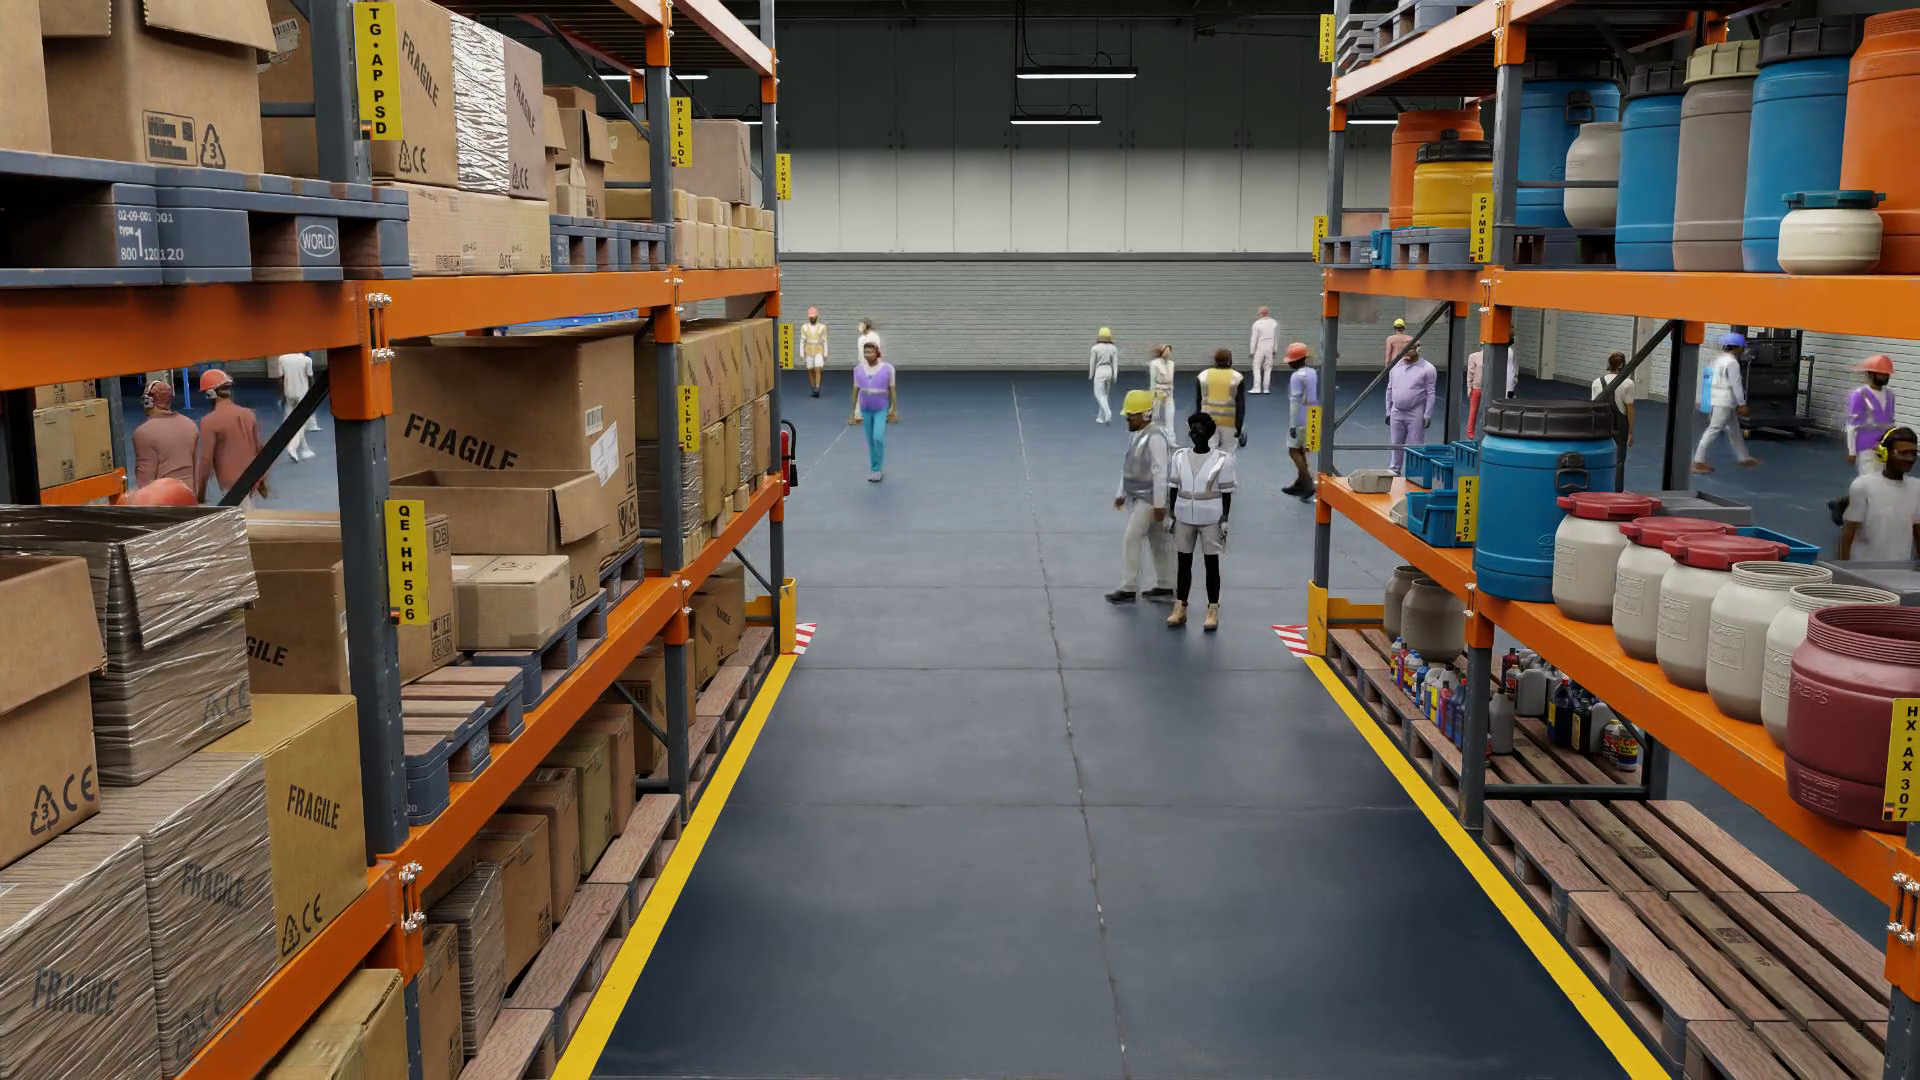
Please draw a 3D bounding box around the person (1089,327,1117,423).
[{"bbox_3d":[2.565,-2.919,29.491,0.490,1.720,0.756,-4,10,-21],"label":"person"}]

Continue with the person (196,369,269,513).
[{"bbox_3d":[-6.296,-0.503,14.390,0.897,1.937,0.633,2,10,11],"label":"person"}]

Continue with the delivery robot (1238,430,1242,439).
[{"bbox_3d":[4.178,-1.801,26.123,0.477,0.478,0.707,-1,10,-7],"label":"delivery robot"}]

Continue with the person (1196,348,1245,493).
[{"bbox_3d":[3.211,-1.455,20.482,0.630,1.809,0.842,3,10,18],"label":"person"}]

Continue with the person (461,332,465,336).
[{"bbox_3d":[-6.883,-2.027,23.687,0.868,1.877,0.653,-4,10,-25],"label":"person"}]

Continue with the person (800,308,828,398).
[{"bbox_3d":[-3.103,-3.954,35.196,0.569,1.878,1.008,0,9,3],"label":"person"}]

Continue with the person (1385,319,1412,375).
[{"bbox_3d":[8.504,-3.402,32.263,0.523,1.763,0.329,0,9,-1],"label":"person"}]

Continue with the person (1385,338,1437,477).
[{"bbox_3d":[5.663,-1.600,21.026,0.639,1.911,0.406,8,12,39],"label":"person"}]

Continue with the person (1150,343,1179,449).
[{"bbox_3d":[3.105,-2.261,25.875,0.518,1.616,0.749,-6,11,-33],"label":"person"}]

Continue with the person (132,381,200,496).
[{"bbox_3d":[-6.405,-0.325,13.393,0.409,1.909,0.639,2,10,13],"label":"person"}]

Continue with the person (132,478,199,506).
[{"bbox_3d":[-3.239,0.749,6.720,0.617,2.000,1.041,1,10,7],"label":"person"}]

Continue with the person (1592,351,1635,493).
[{"bbox_3d":[7.488,-1.242,19.088,0.505,1.840,0.346,9,13,44],"label":"person"}]

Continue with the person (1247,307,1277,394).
[{"bbox_3d":[6.569,-4.104,36.110,0.715,1.886,0.415,-4,10,-25],"label":"person"}]

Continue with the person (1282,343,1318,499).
[{"bbox_3d":[4.187,-1.449,20.181,0.714,1.891,0.612,8,13,41],"label":"person"}]

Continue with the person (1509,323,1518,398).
[{"bbox_3d":[11.525,-3.809,35.186,0.512,1.602,0.814,-2,10,-10],"label":"person"}]

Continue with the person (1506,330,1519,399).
[{"bbox_3d":[8.363,-2.334,25.623,0.430,1.845,0.621,-1,10,-8],"label":"person"}]

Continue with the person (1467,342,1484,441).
[{"bbox_3d":[8.193,-2.357,26.011,0.524,1.760,0.326,0,9,2],"label":"person"}]

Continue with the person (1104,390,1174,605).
[{"bbox_3d":[1.484,-0.358,13.914,0.746,1.788,0.627,-1,10,-4],"label":"person"}]

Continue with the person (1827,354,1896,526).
[{"bbox_3d":[9.467,-0.994,17.389,0.557,1.914,0.752,-4,10,-21],"label":"person"}]

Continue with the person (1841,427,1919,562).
[{"bbox_3d":[5.703,0.232,10.196,0.551,1.856,0.492,-1,10,-8],"label":"person"}]

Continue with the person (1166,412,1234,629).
[{"bbox_3d":[1.869,-0.156,13.007,0.532,1.697,0.320,5,11,27],"label":"person"}]

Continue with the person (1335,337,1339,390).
[{"bbox_3d":[8.379,-4.250,37.560,0.360,1.692,0.553,5,11,27],"label":"person"}]

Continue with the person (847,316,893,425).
[{"bbox_3d":[-1.574,-2.999,29.411,0.864,1.914,0.632,-7,12,-35],"label":"person"}]

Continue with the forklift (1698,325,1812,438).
[{"bbox_3d":[13.248,-3.165,27.620,1.129,2.768,1.873,0,9,1],"label":"forklift"}]

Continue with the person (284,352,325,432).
[{"bbox_3d":[-10.999,-2.573,27.753,0.753,1.611,0.530,3,10,17],"label":"person"}]

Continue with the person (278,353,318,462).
[{"bbox_3d":[-9.592,-2.065,24.047,0.531,1.840,0.907,1,10,4],"label":"person"}]

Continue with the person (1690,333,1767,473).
[{"bbox_3d":[10.453,-1.843,22.525,1.010,1.888,0.629,3,10,15],"label":"person"}]

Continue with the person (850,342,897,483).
[{"bbox_3d":[-1.153,-1.657,21.597,0.607,1.820,0.690,4,10,21],"label":"person"}]

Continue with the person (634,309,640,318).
[{"bbox_3d":[-7.515,-4.681,39.523,0.862,1.900,0.591,5,11,26],"label":"person"}]
